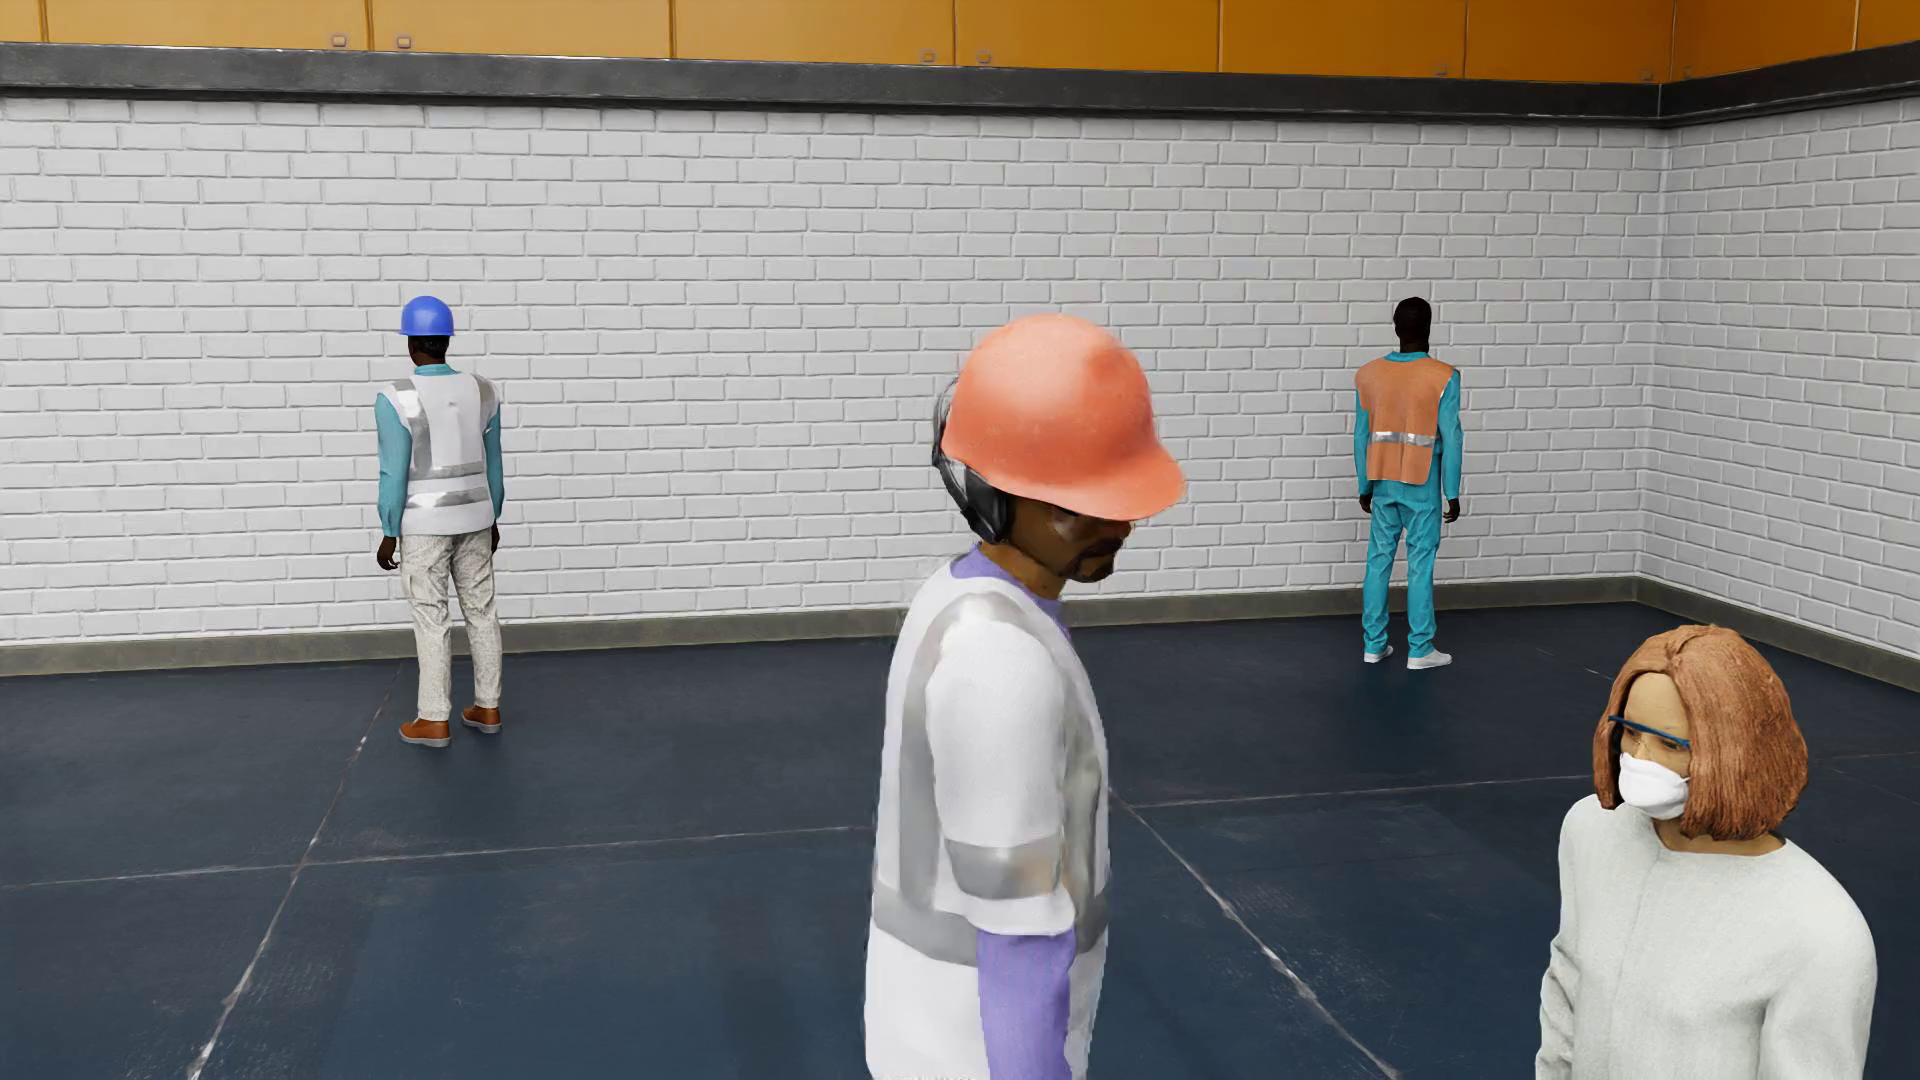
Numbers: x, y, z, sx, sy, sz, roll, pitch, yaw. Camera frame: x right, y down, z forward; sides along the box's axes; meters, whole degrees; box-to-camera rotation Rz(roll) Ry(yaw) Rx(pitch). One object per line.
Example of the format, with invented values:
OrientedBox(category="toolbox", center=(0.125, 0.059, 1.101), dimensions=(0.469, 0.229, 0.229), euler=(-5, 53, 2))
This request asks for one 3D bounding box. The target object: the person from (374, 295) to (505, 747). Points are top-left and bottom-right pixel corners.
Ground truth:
OrientedBox(category="person", center=(-2.255, -0.079, 7.235), dimensions=(0.389, 1.949, 0.603), euler=(8, 12, 40))

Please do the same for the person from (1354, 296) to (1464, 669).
OrientedBox(category="person", center=(2.308, -0.290, 8.609), dimensions=(0.592, 1.922, 0.392), euler=(8, 12, 41))

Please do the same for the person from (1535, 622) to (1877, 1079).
OrientedBox(category="person", center=(0.952, 0.907, 2.218), dimensions=(0.288, 1.629, 0.501), euler=(-3, 10, -20))

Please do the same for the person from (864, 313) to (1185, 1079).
OrientedBox(category="person", center=(0.043, 0.702, 2.283), dimensions=(0.463, 2.014, 0.711), euler=(-1, 9, -4))
